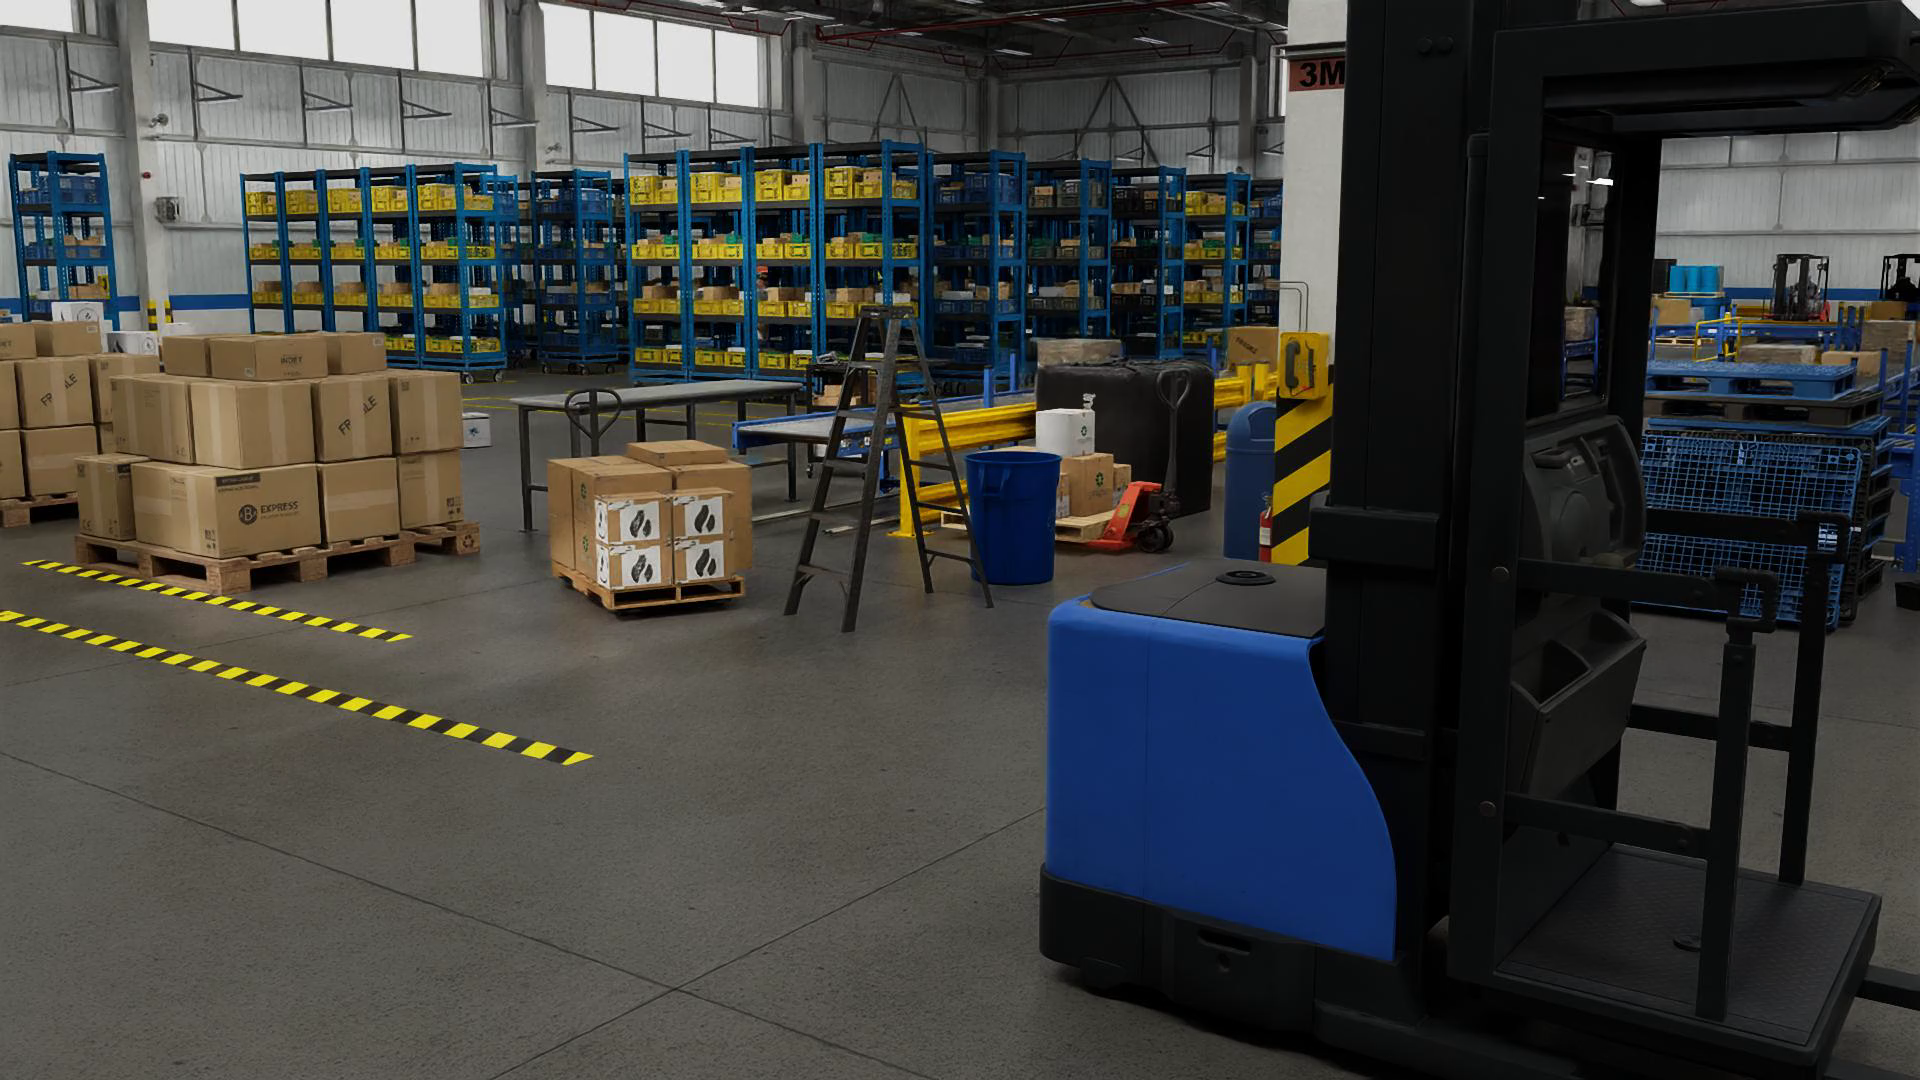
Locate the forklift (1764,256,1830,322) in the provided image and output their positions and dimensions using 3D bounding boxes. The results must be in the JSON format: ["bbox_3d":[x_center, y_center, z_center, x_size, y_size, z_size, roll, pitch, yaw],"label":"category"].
[{"bbox_3d":[20.253,-5.854,40.139,1.157,1.987,2.680,7,12,35],"label":"forklift"}]

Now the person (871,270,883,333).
[{"bbox_3d":[-1.708,-4.521,33.581,0.404,1.833,0.589,1,10,6],"label":"person"}]

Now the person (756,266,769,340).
[{"bbox_3d":[-3.503,-3.927,29.560,0.381,1.994,0.621,2,10,14],"label":"person"}]

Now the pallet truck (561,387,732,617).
[{"bbox_3d":[-1.981,-0.274,10.088,0.680,1.201,1.601,-5,11,-28],"label":"pallet truck"}]

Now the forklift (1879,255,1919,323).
[{"bbox_3d":[22.089,-5.634,38.796,1.157,1.987,2.680,6,11,33],"label":"forklift"}]

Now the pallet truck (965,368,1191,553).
[{"bbox_3d":[0.845,-0.609,11.869,1.630,1.274,0.653,7,12,35],"label":"pallet truck"}]

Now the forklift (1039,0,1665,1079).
[{"bbox_3d":[1.249,-0.137,4.360,1.873,2.768,1.129,7,12,35],"label":"forklift"}]
